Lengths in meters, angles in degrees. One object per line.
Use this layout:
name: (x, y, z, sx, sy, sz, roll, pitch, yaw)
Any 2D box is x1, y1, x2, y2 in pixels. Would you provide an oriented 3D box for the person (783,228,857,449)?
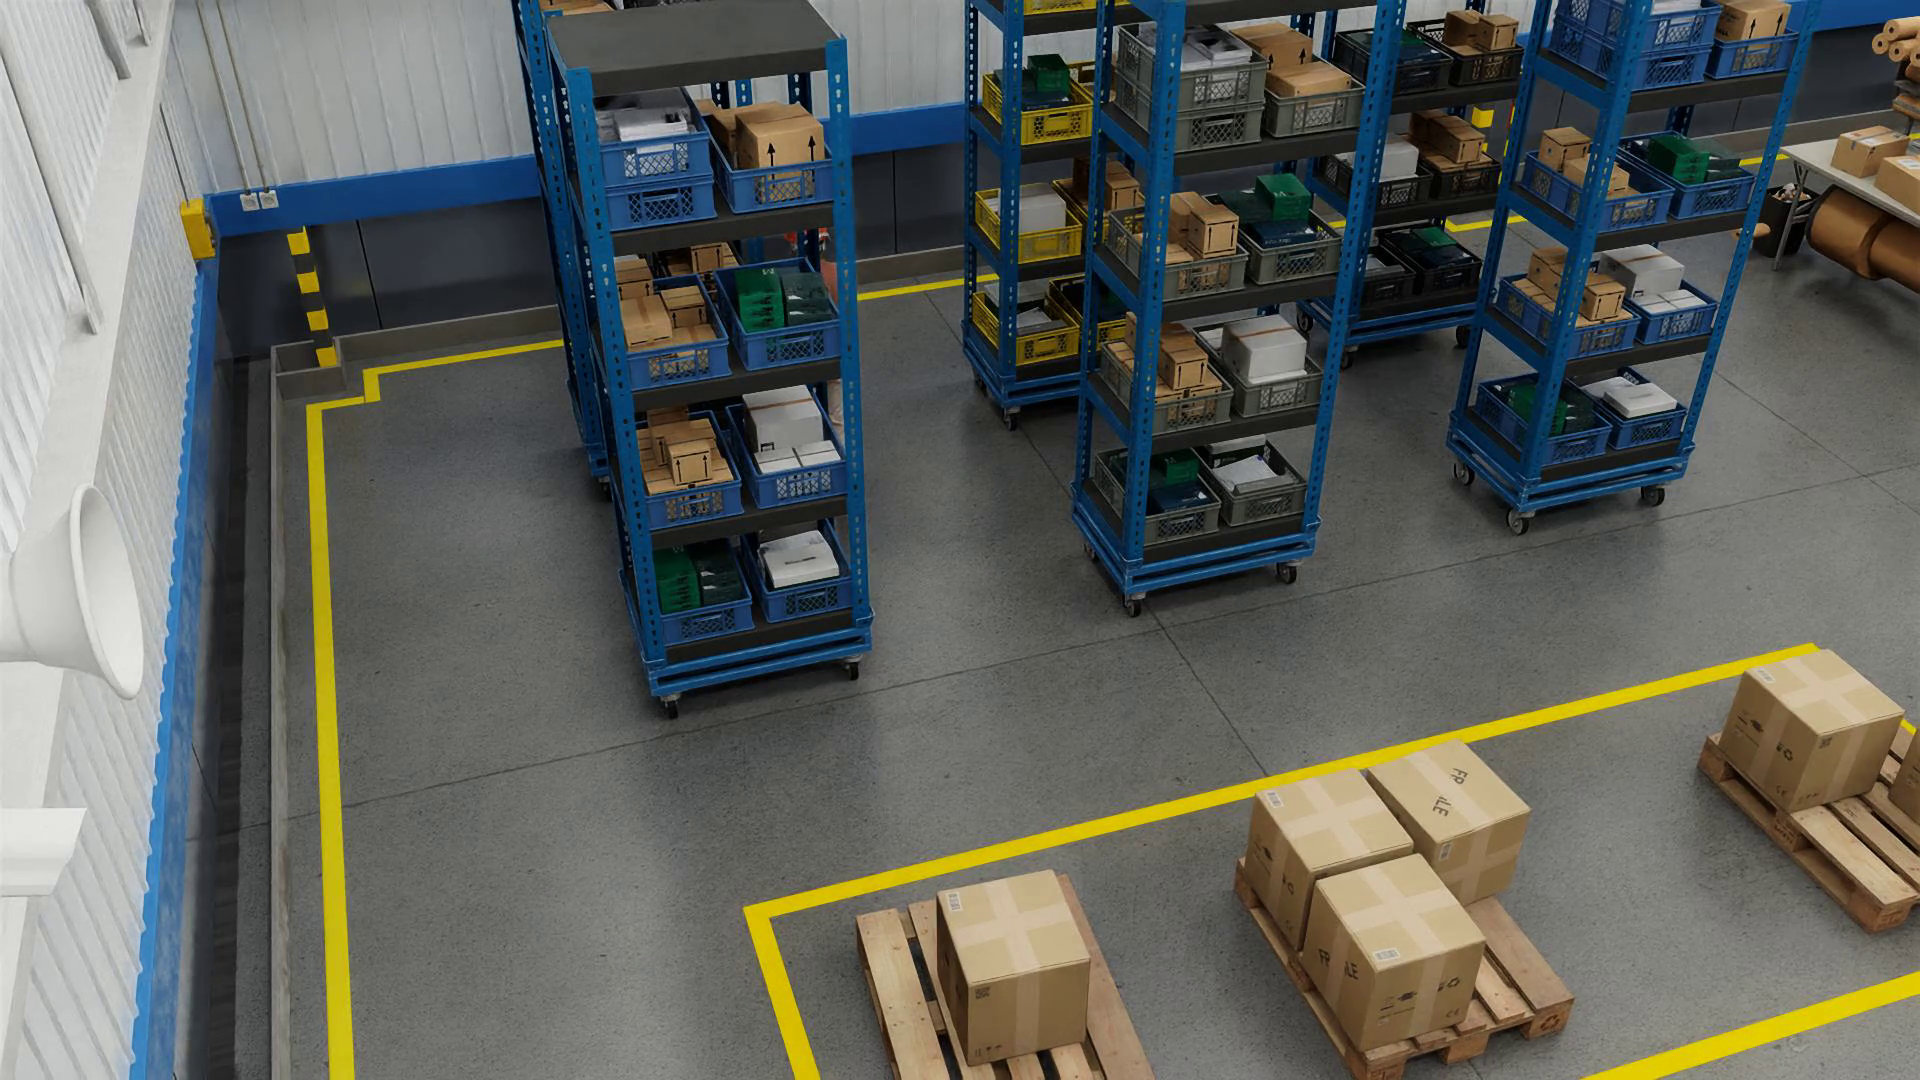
person: (-0.876, -1.061, 10.069, 0.411, 1.980, 0.626, 29, 45, 35)
